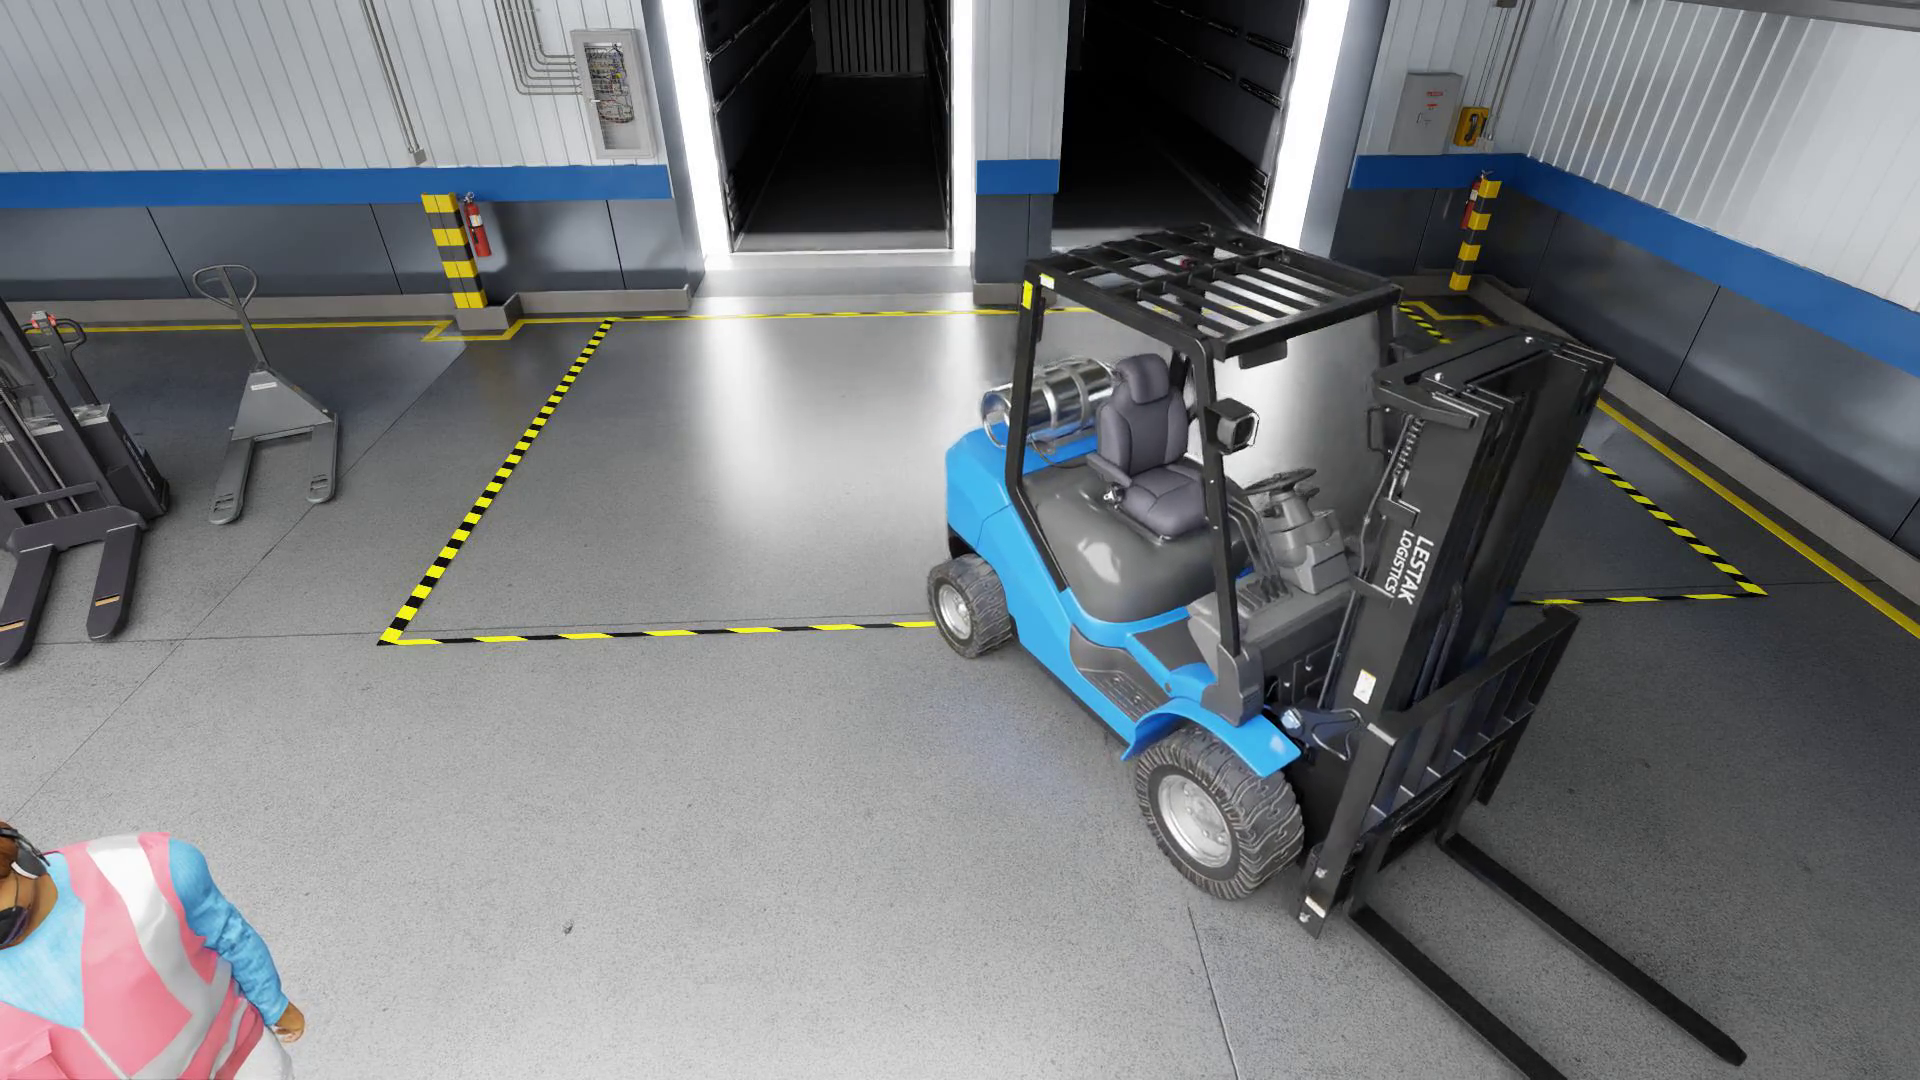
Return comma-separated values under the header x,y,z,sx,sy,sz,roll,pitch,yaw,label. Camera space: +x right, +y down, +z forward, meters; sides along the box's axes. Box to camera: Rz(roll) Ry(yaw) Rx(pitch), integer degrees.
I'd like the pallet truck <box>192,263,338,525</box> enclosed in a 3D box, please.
x,y,z,sx,sy,sz,roll,pitch,yaw,label
-4.778,-1.027,6.128,0.680,1.201,1.601,-17,38,-23,pallet truck

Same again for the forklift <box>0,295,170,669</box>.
x,y,z,sx,sy,sz,roll,pitch,yaw,label
-5.212,-0.618,4.878,0.823,1.965,1.885,-20,39,-26,forklift

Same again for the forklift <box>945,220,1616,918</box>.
x,y,z,sx,sy,sz,roll,pitch,yaw,label
0.998,-0.170,3.923,1.157,2.036,2.680,-21,40,-27,forklift

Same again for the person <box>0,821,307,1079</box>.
x,y,z,sx,sy,sz,roll,pitch,yaw,label
-1.960,1.313,2.239,0.429,1.844,0.622,25,42,31,person
